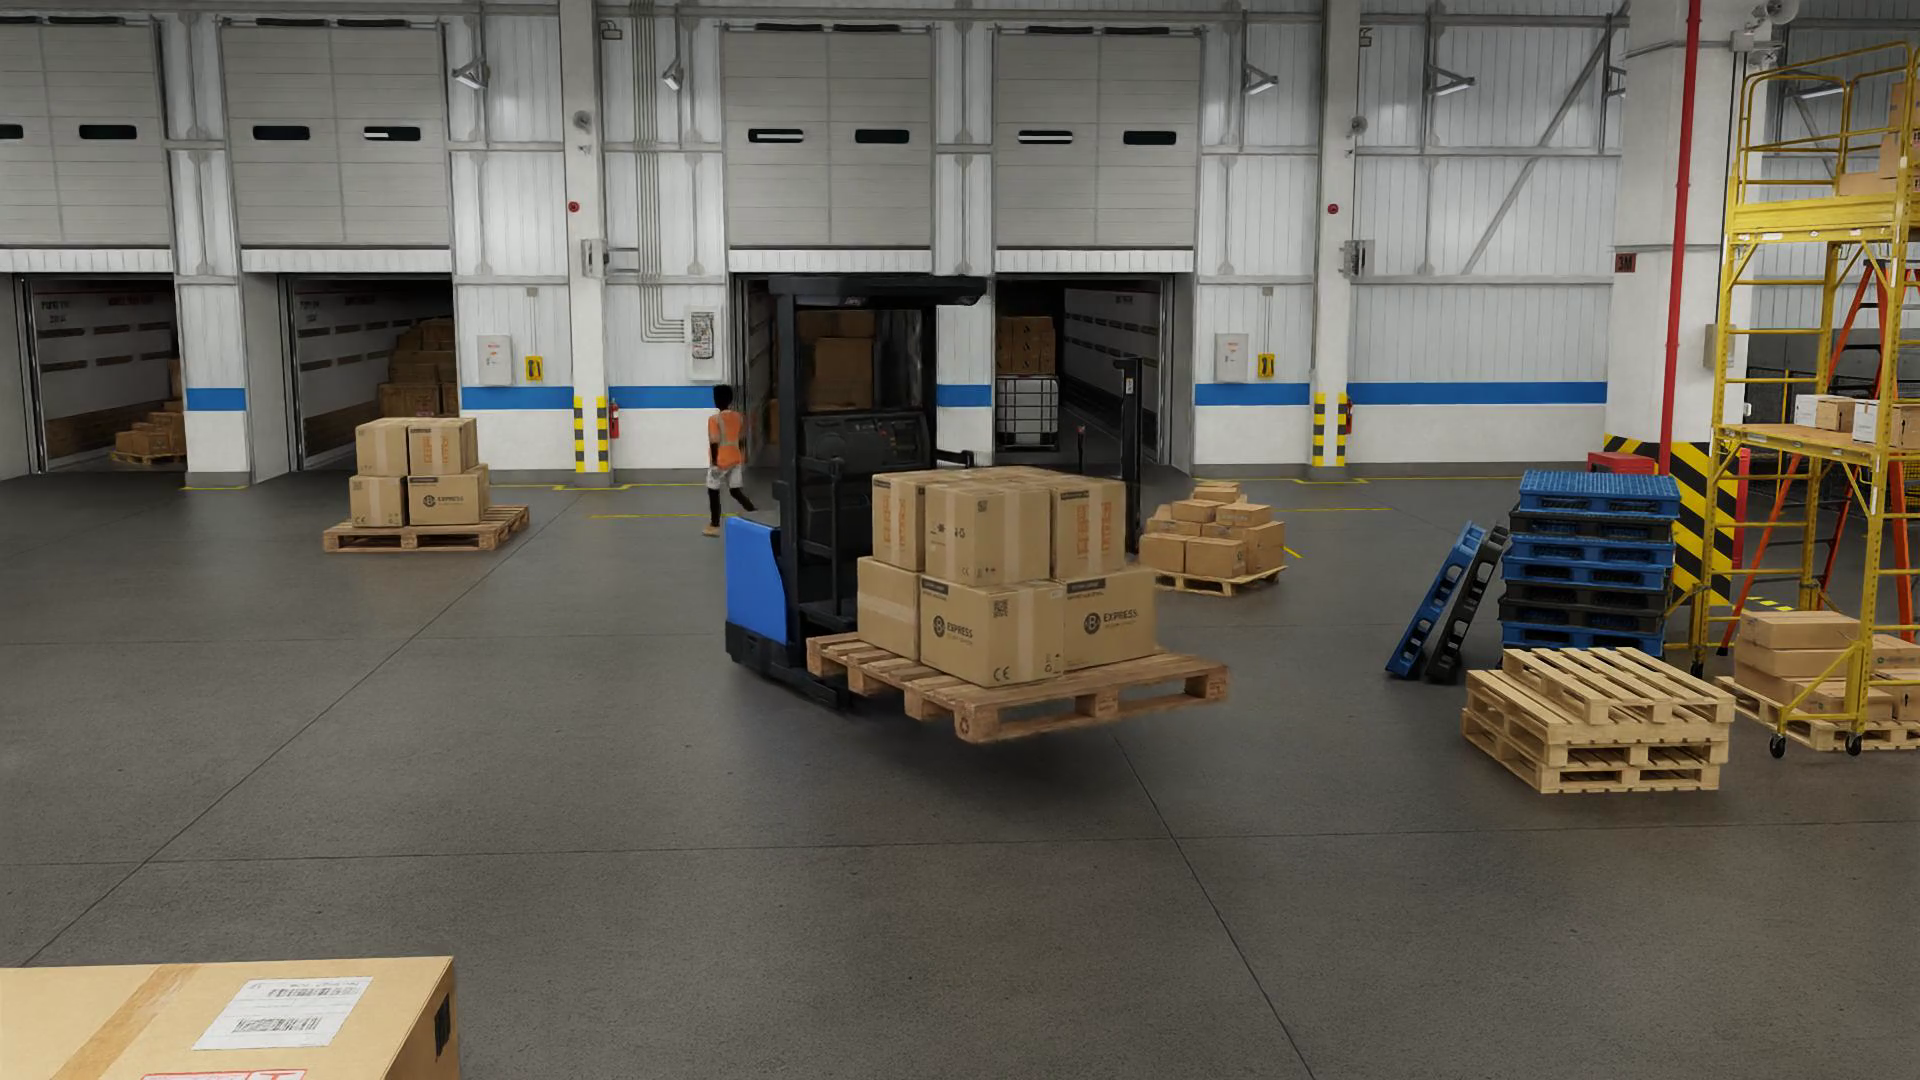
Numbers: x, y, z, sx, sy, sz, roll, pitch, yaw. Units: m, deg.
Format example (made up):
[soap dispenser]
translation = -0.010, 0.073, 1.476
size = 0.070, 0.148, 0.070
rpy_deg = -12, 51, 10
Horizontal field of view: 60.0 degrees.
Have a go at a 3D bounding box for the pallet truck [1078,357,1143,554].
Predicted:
[pallet truck]
translation = 2.088, -0.836, 16.757
size = 1.885, 1.965, 0.823
rpy_deg = 2, 9, 13

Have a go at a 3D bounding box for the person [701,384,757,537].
[person]
translation = -2.454, -0.835, 17.779
size = 0.726, 1.671, 0.536
rpy_deg = 6, 11, 34

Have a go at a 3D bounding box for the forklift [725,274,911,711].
[forklift]
translation = -0.816, -0.435, 11.480
size = 1.129, 2.768, 1.873
rpy_deg = -6, 11, -31
